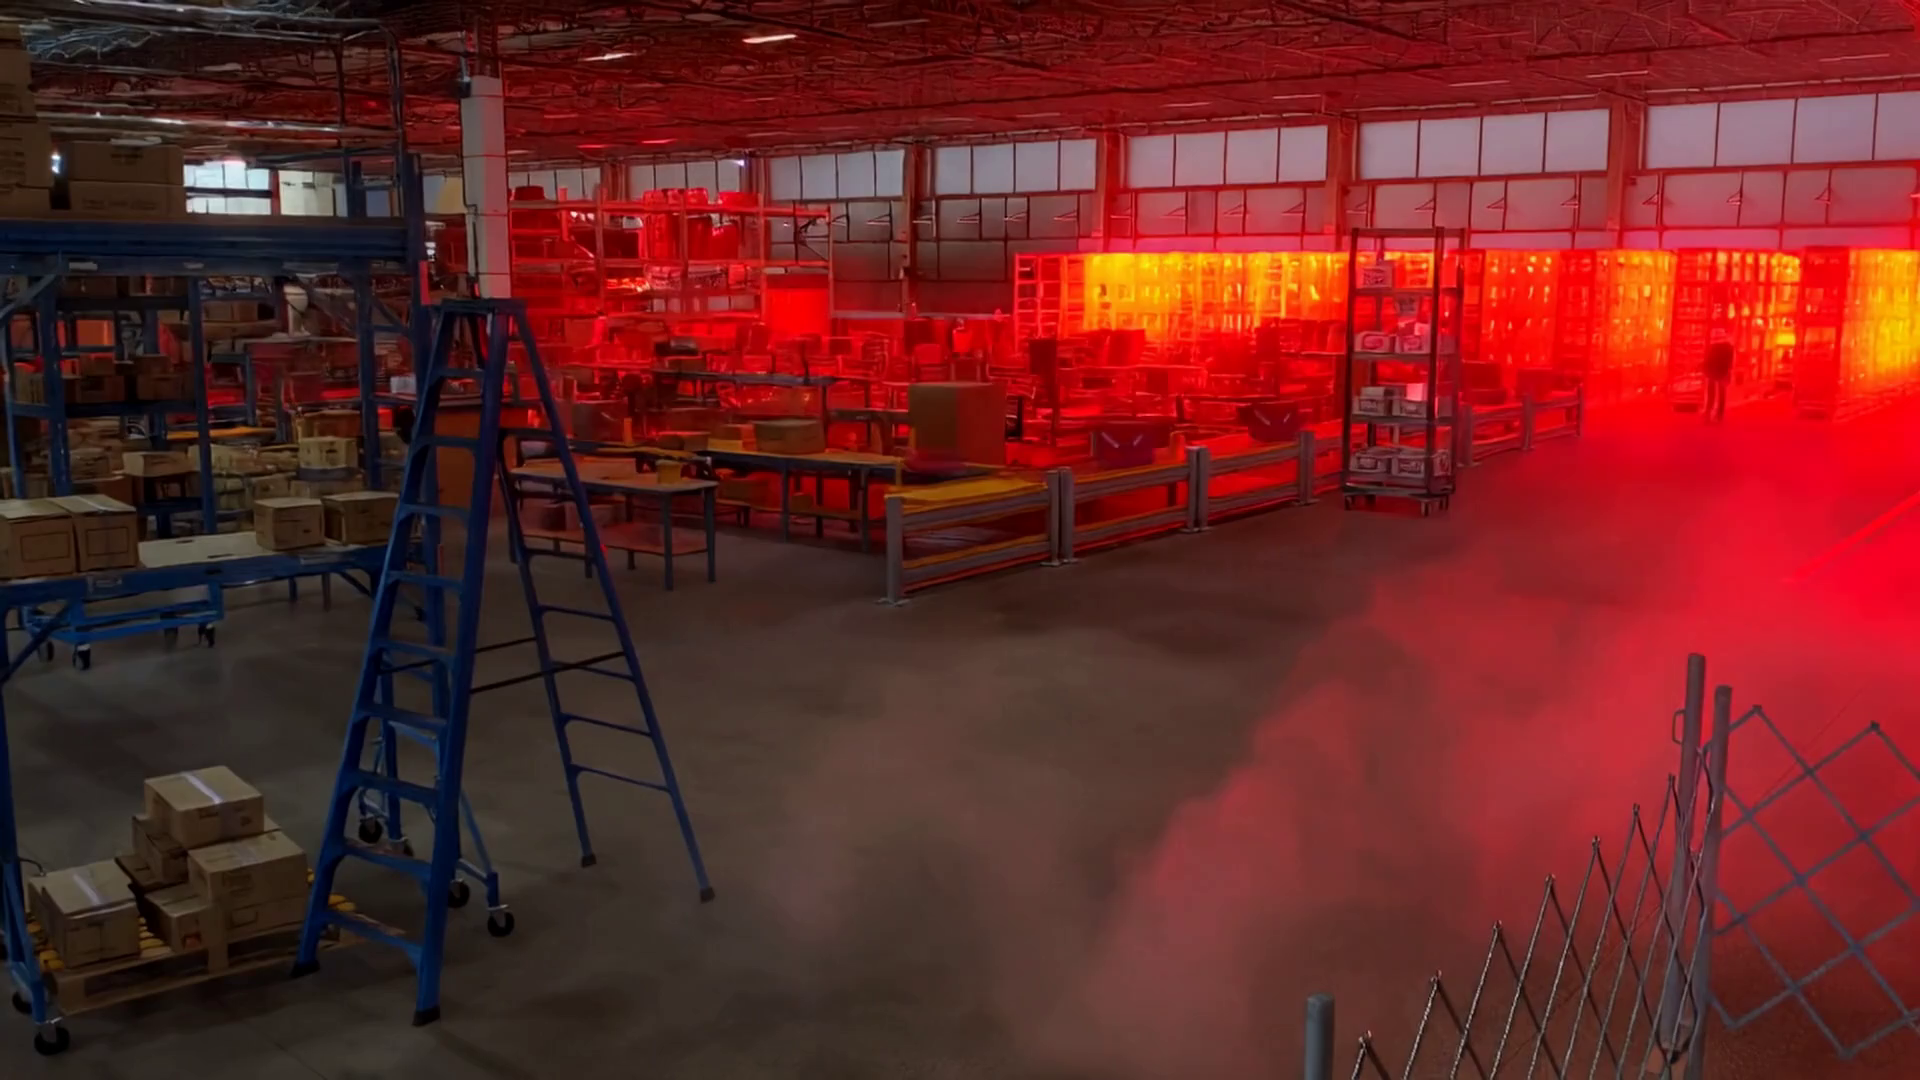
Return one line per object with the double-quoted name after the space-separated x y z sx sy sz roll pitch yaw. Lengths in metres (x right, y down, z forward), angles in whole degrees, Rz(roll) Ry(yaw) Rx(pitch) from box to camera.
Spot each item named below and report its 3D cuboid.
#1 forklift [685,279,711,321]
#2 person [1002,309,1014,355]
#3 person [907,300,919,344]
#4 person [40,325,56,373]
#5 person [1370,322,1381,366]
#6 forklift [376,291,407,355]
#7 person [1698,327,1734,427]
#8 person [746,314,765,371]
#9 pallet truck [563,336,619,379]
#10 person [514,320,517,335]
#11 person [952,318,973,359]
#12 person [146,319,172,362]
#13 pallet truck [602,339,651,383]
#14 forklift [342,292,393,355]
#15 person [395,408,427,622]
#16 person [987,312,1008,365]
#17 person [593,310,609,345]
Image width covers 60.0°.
-9.288 -7.858 59.072 1.129 2.768 1.873 7 11 37 "forklift"
1.788 -7.731 61.856 0.485 1.735 0.343 -2 9 -10 "person"
-1.949 -9.096 69.779 0.578 1.922 0.404 -9 13 -44 "person"
-26.364 -5.470 48.066 0.359 1.621 0.523 1 9 7 "person"
10.482 -4.663 42.393 0.599 1.830 0.403 -4 10 -24 "person"
-16.997 -6.075 47.947 1.129 2.768 1.873 7 11 37 "forklift"
14.966 -3.219 32.908 0.399 1.984 0.610 -5 10 -26 "person"
-6.219 -5.864 49.926 0.658 1.813 0.626 8 12 43 "person"
-10.690 -5.294 48.215 1.601 1.201 0.680 -5 10 -26 "pallet truck"
-16.105 -7.467 59.669 0.409 1.907 0.651 -4 10 -24 "person"
0.070 -5.086 45.001 0.570 1.841 0.372 3 9 16 "person"
-21.208 -4.923 43.974 0.647 1.859 1.008 0 9 1 "person"
-8.991 -4.871 45.351 0.653 1.274 1.630 7 11 37 "pallet truck"
-16.485 -5.622 45.120 1.129 2.768 1.873 7 11 37 "forklift"
-4.742 -0.219 14.546 0.310 1.868 0.533 -6 11 -32 "person"
1.152 -6.012 50.751 0.642 1.864 0.967 1 9 5 "person"
-11.086 -6.104 51.138 0.605 1.922 0.784 5 10 29 "person"
